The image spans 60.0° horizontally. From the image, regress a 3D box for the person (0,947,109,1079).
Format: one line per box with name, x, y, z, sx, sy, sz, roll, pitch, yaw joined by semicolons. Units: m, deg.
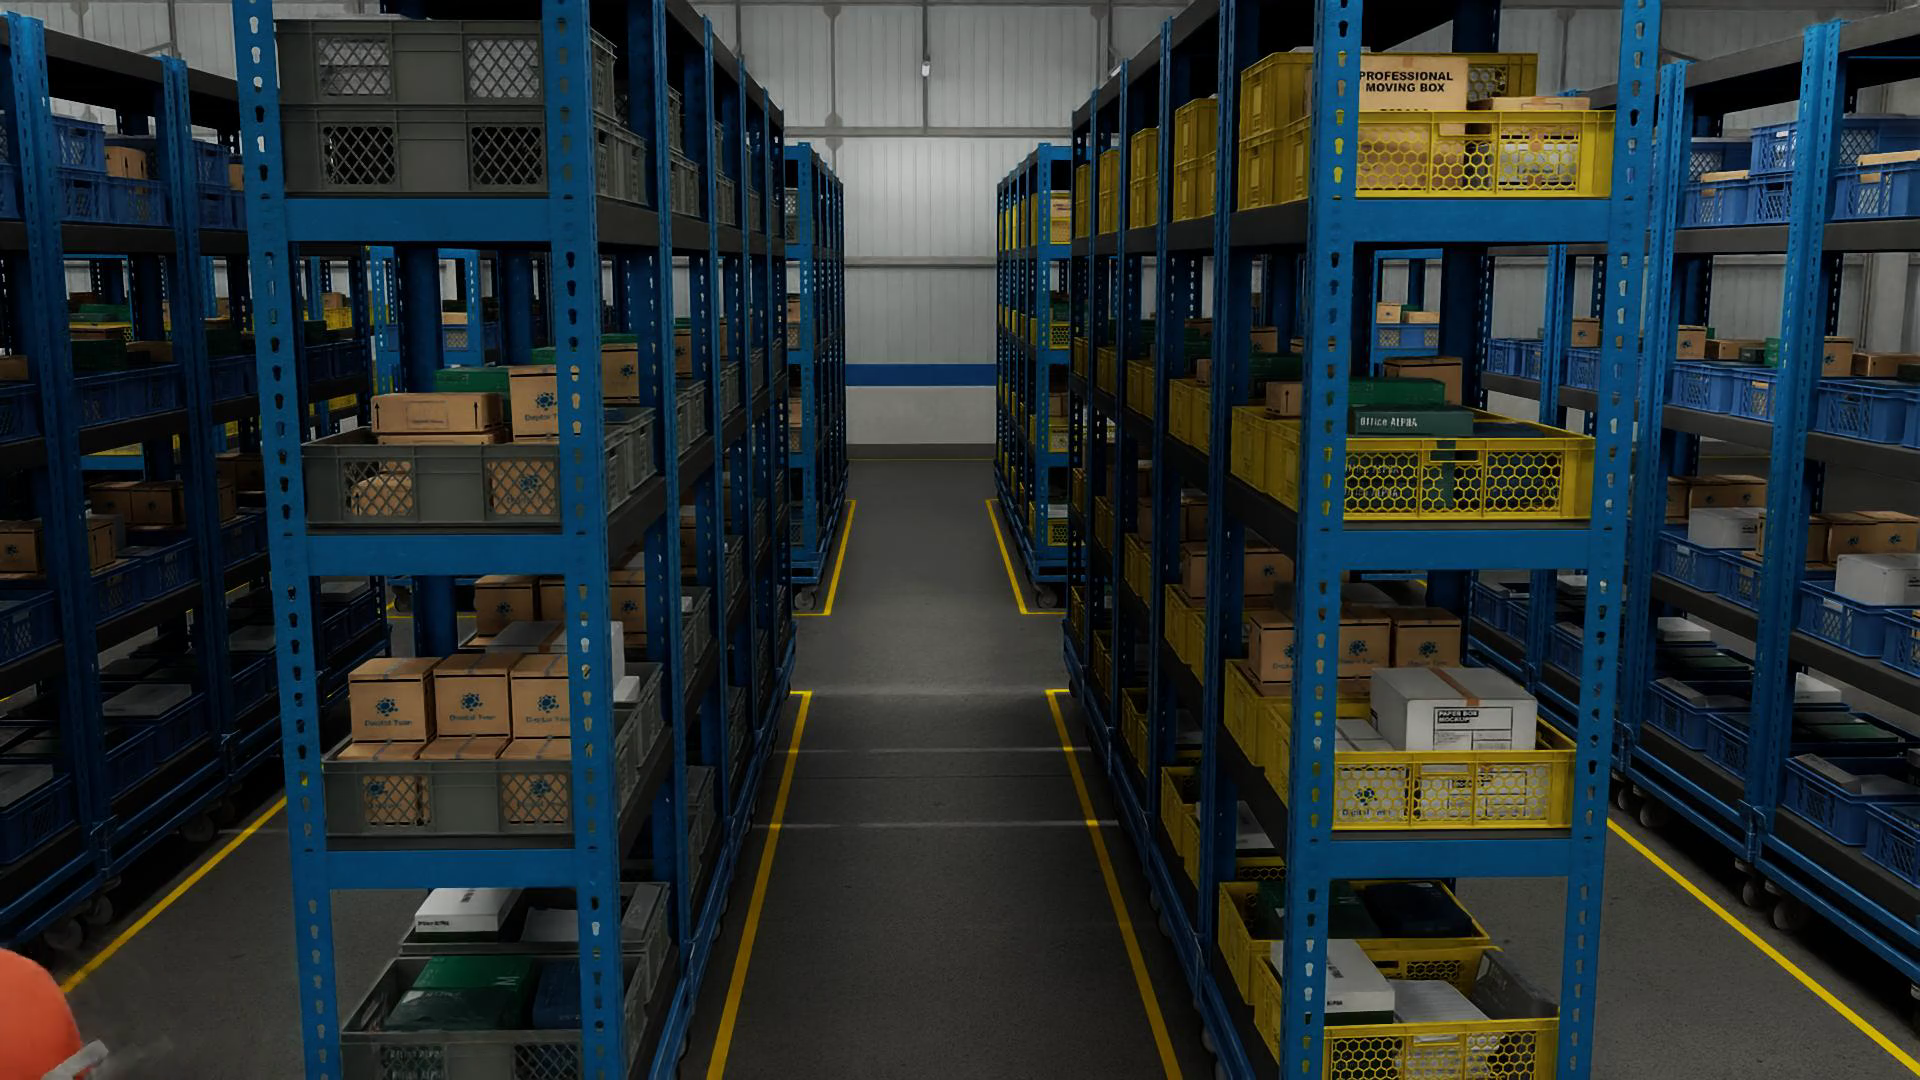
person;-1.108;1.402;2.001;1.030;1.935;0.643;2;10;13
